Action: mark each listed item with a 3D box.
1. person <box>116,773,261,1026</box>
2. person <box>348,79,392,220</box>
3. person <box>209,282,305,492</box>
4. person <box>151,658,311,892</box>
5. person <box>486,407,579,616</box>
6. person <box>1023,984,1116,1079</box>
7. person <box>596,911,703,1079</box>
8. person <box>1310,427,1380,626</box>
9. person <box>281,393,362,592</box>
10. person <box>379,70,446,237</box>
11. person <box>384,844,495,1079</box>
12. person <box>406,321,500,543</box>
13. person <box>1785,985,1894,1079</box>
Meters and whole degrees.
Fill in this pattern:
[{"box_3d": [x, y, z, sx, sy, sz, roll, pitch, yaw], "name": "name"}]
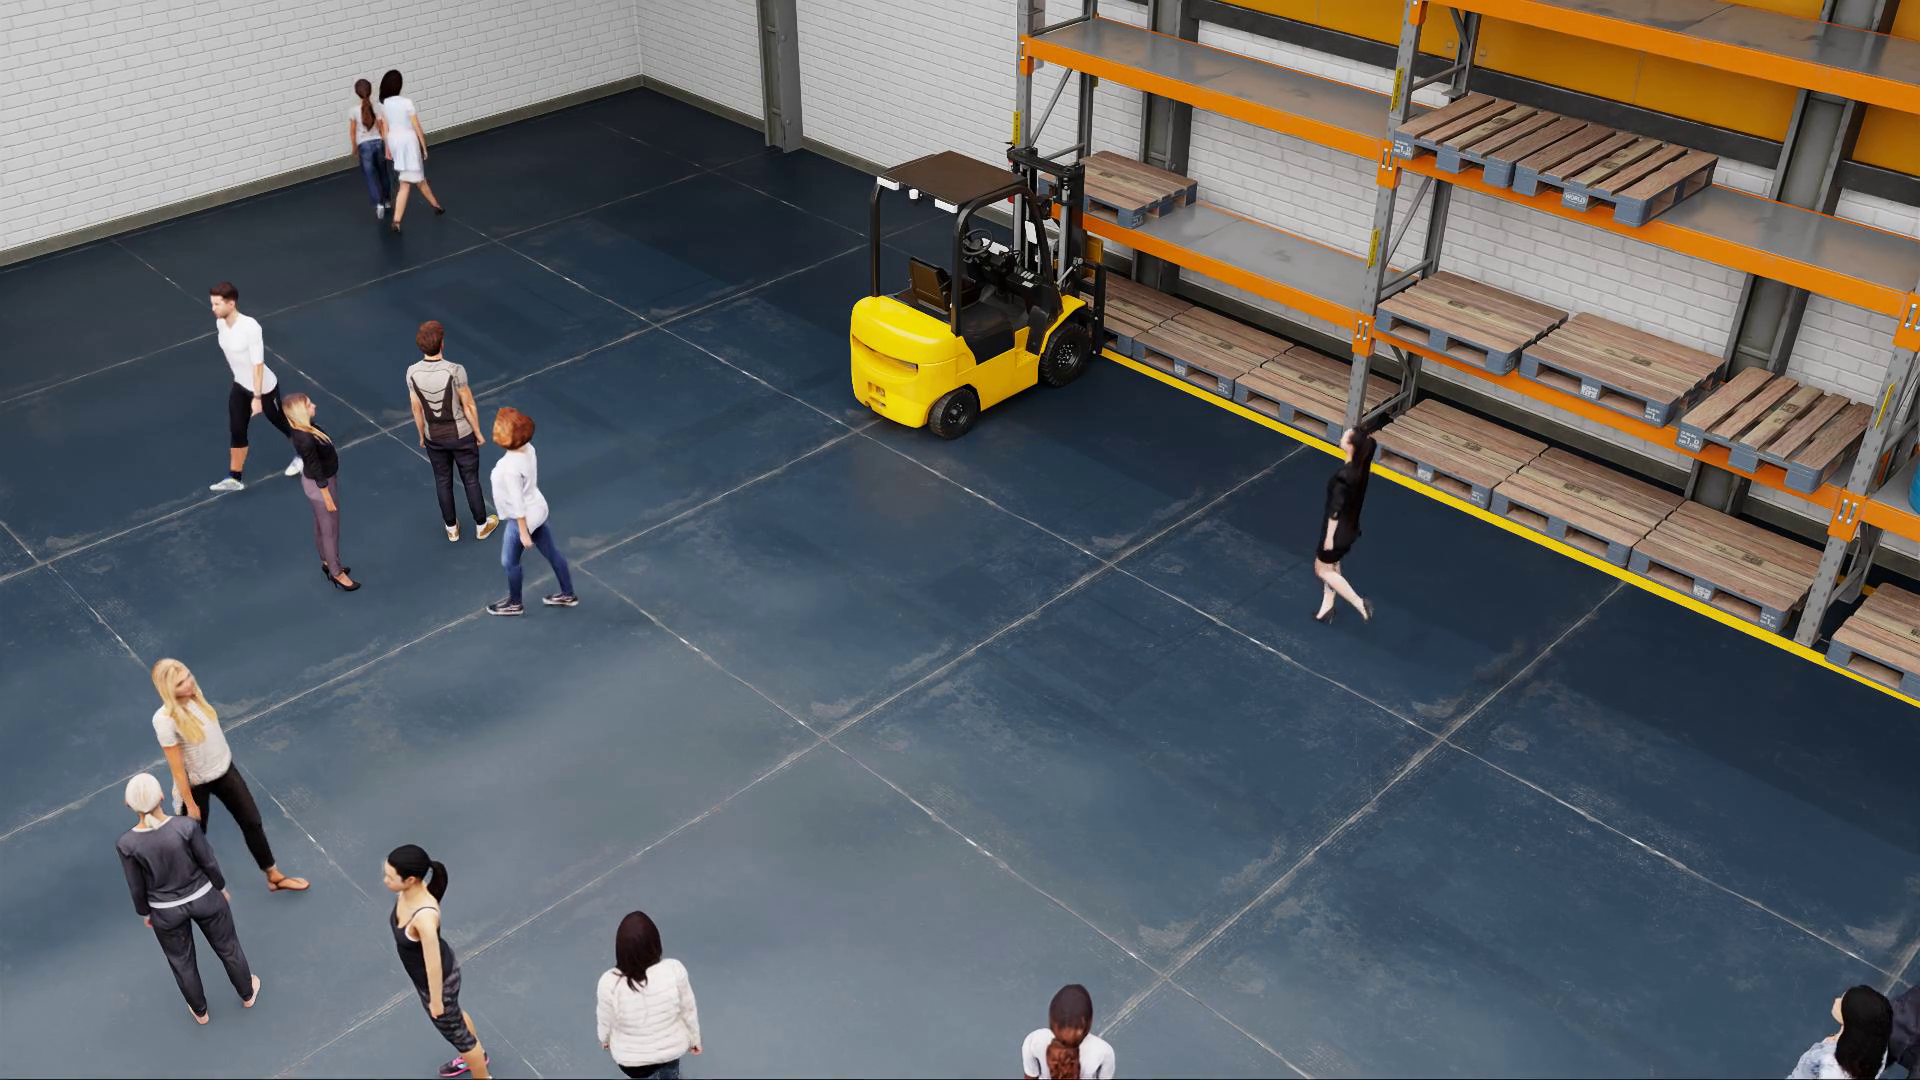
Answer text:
[{"box_3d": [-4.205, 1.936, 9.006, 0.668, 1.726, 0.629, -15, 36, -21], "name": "person"}, {"box_3d": [-6.616, -4.382, 18.680, 0.731, 1.539, 1.035, -16, 37, -22], "name": "person"}, {"box_3d": [-5.777, -1.309, 13.811, 1.188, 1.810, 0.993, 15, 37, 22], "name": "person"}, {"box_3d": [-4.513, 1.435, 9.707, 1.227, 1.785, 1.094, 4, 34, 6], "name": "person"}, {"box_3d": [-3.092, -0.181, 12.228, 1.025, 1.685, 0.944, 3, 34, 5], "name": "person"}, {"box_3d": [0.507, 2.727, 7.823, 0.651, 1.719, 0.729, 3, 34, 5], "name": "person"}, {"box_3d": [-1.512, 2.534, 8.209, 0.906, 1.612, 1.074, -10, 35, -15], "name": "person"}, {"box_3d": [2.822, -0.038, 12.014, 0.804, 1.683, 0.677, 20, 39, 28], "name": "person"}, {"box_3d": [-4.827, -0.367, 12.520, 0.704, 1.672, 0.543, -18, 38, -25], "name": "person"}, {"box_3d": [-6.083, -4.149, 18.136, 1.199, 1.753, 1.033, 11, 35, 16], "name": "person"}, {"box_3d": [-2.689, 2.235, 8.561, 0.670, 1.721, 0.548, -18, 38, -25], "name": "person"}, {"box_3d": [-4.005, -0.843, 13.034, 0.735, 1.895, 0.781, -2, 34, -3], "name": "person"}, {"box_3d": [4.125, 2.772, 7.796, 0.766, 1.673, 1.188, -19, 38, -26], "name": "person"}]
